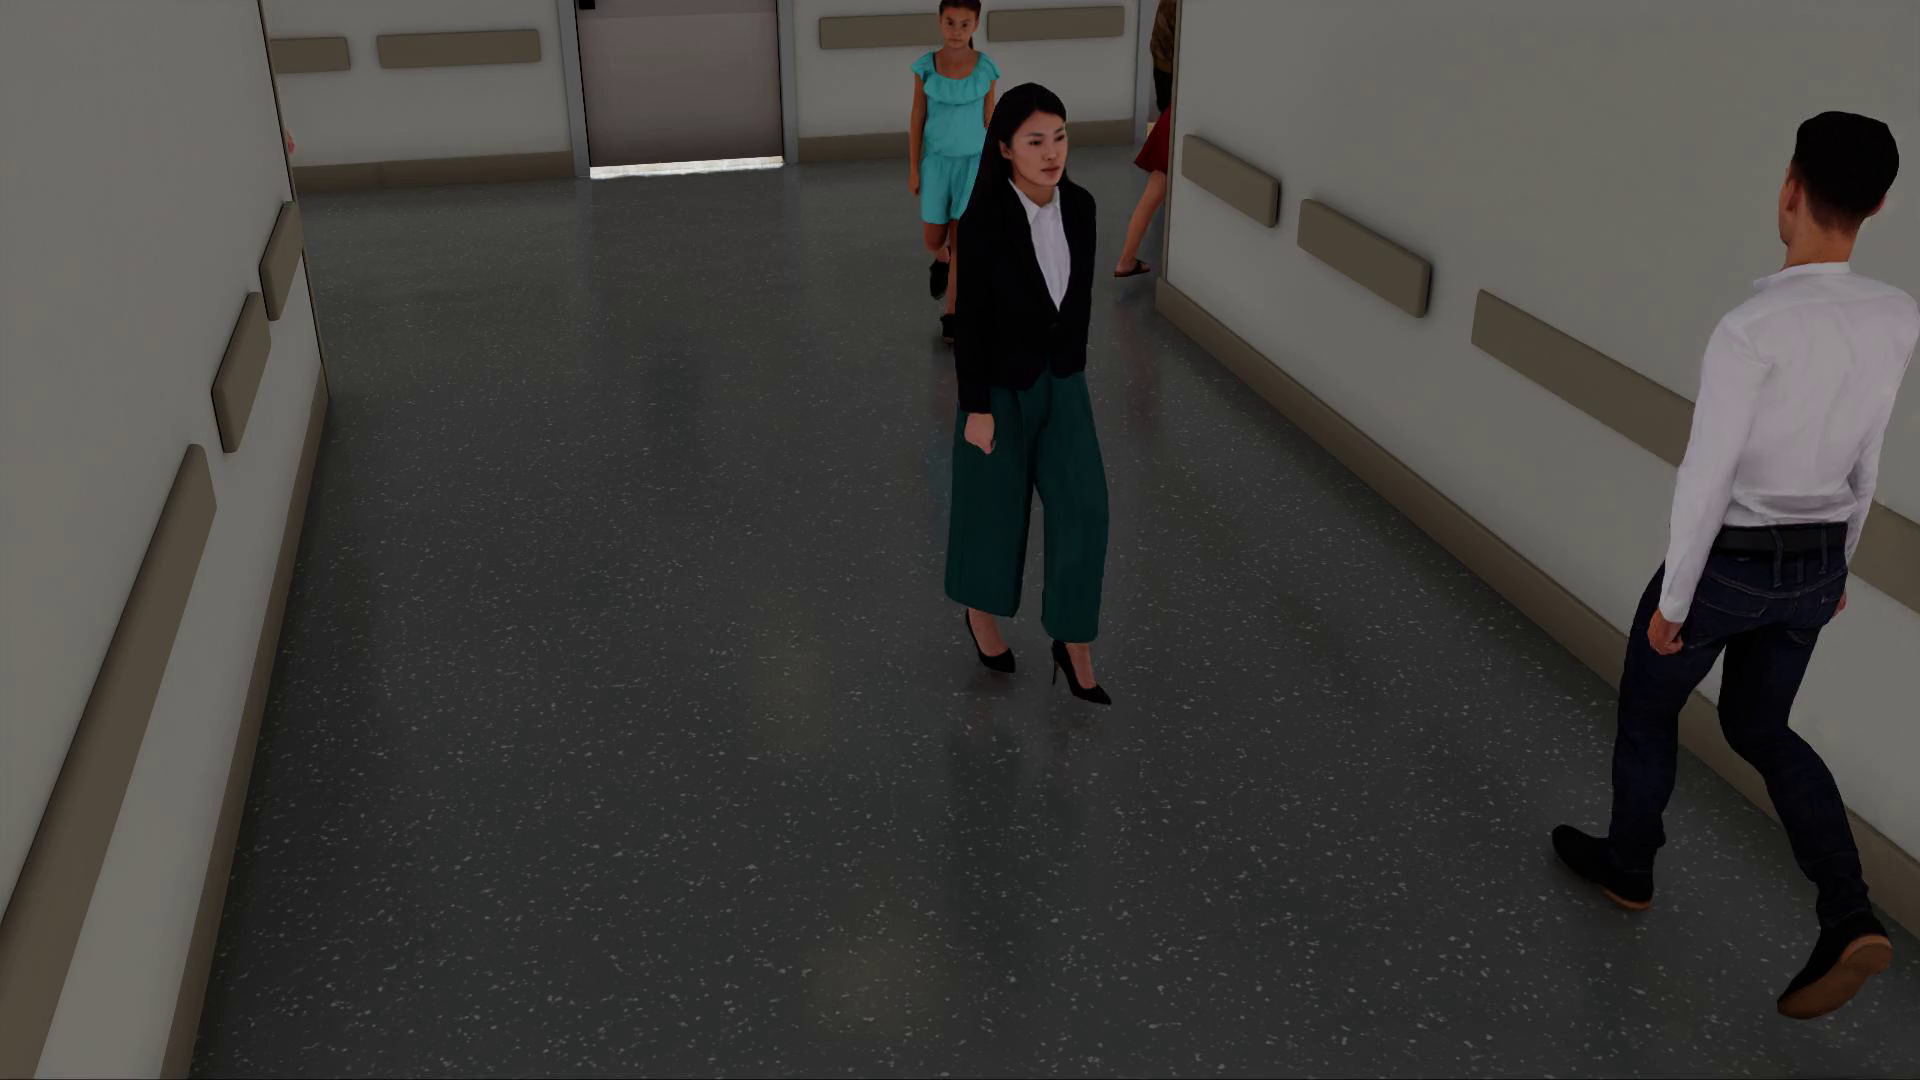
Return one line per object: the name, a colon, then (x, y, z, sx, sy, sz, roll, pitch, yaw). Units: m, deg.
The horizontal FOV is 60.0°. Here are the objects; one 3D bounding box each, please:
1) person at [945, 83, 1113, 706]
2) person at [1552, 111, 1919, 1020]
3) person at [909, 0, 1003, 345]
person: (0.133, -0.389, 4.552, 0.802, 1.711, 0.799, -15, 30, -28)
person: (1.673, 0.114, 3.361, 1.024, 1.840, 0.698, -8, 27, -17)
person: (-0.012, -1.679, 7.427, 0.885, 1.537, 0.787, 2, 26, 4)
